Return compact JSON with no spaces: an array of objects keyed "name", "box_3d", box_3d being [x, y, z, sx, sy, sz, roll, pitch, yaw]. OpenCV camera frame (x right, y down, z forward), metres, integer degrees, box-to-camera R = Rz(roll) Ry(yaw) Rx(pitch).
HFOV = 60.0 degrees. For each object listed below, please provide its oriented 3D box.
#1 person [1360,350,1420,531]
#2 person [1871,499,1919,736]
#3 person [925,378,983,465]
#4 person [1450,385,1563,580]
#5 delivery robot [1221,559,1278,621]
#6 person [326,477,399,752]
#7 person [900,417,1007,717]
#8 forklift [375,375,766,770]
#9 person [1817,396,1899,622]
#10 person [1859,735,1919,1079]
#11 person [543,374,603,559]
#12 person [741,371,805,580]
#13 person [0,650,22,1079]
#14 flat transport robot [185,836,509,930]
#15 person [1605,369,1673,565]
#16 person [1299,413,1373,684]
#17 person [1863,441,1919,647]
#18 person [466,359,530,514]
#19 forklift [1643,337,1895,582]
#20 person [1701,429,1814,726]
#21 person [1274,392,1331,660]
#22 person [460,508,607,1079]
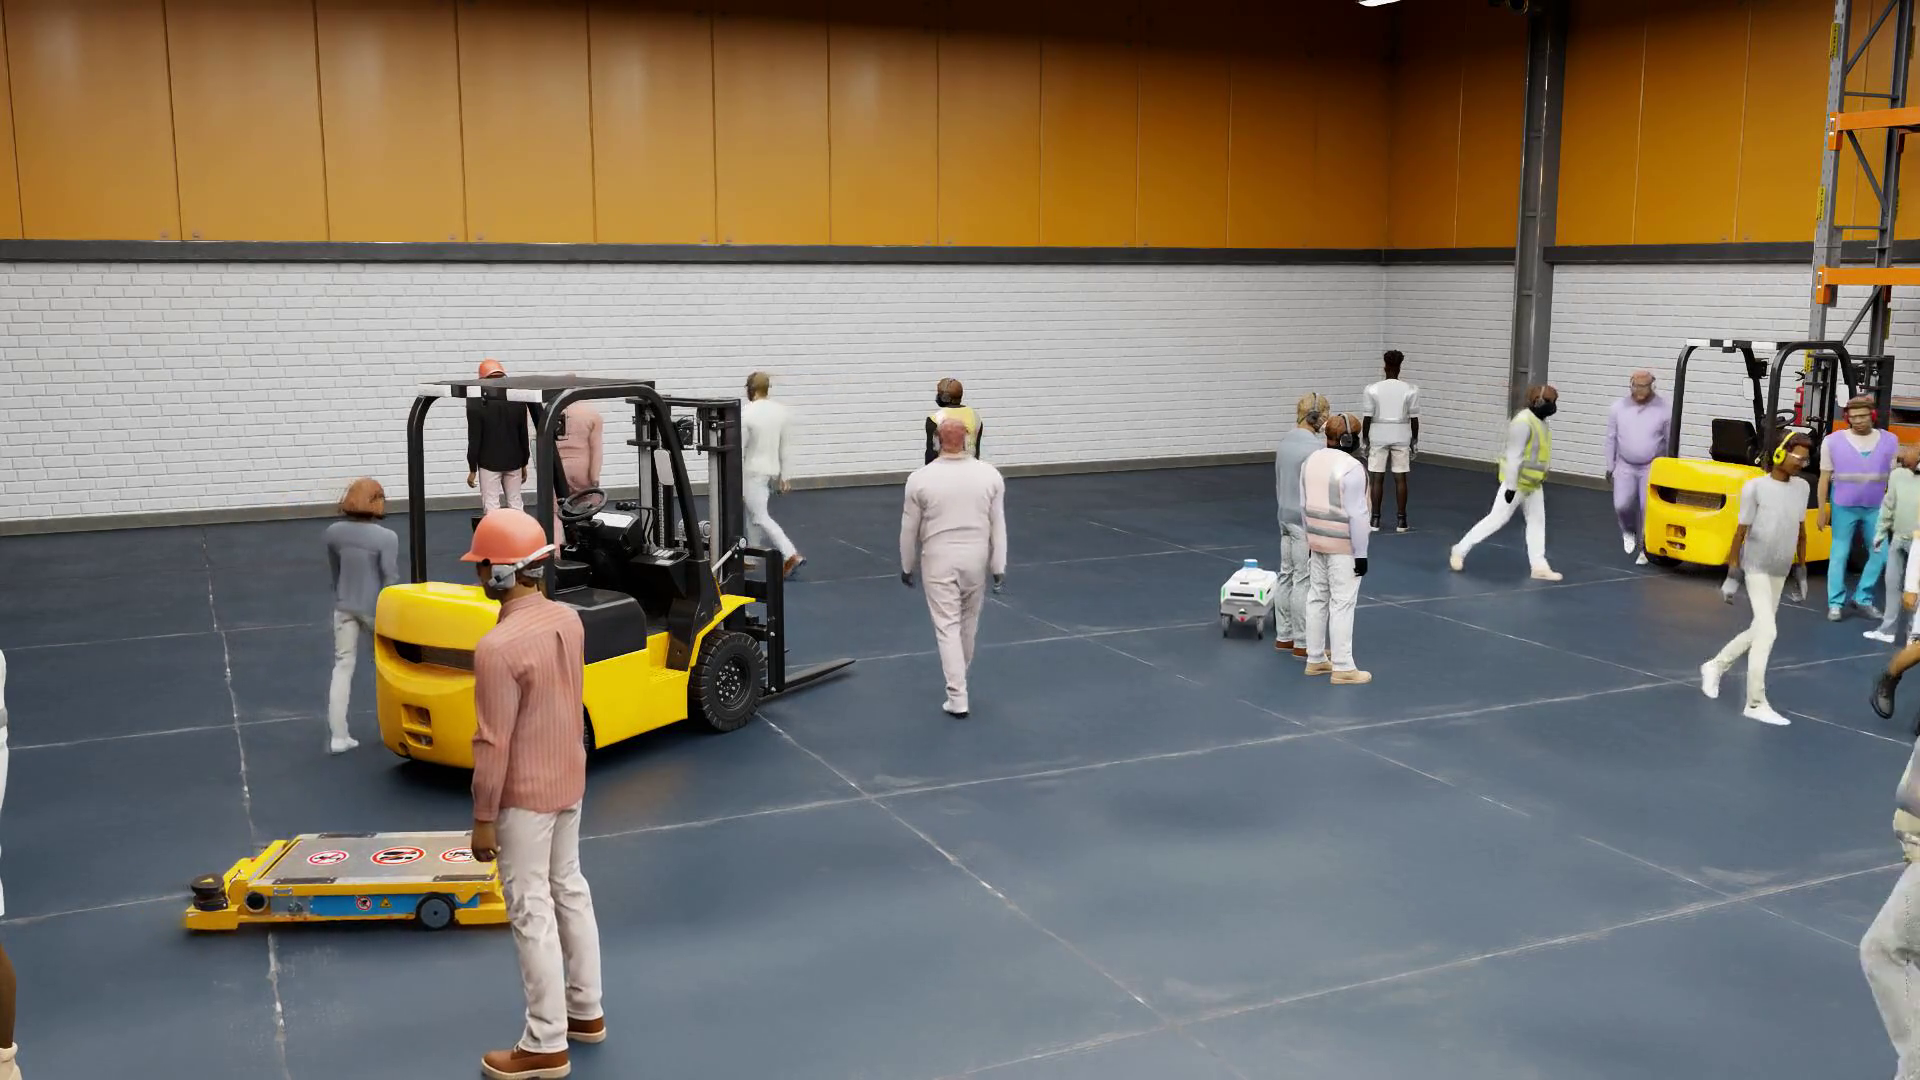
[{"name":"person","box_3d":[4.639,-1.070,17.952,0.612,1.963,0.363,2,9,10]},{"name":"person","box_3d":[5.909,0.252,9.972,0.610,1.897,0.568,-1,9,-8]},{"name":"person","box_3d":[-0.092,-0.544,15.080,0.625,1.844,0.429,-8,12,-42]},{"name":"person","box_3d":[5.039,-0.540,15.237,0.945,1.795,0.651,8,12,40]},{"name":"delivery robot","box_3d":[2.257,0.394,12.948,0.477,0.478,0.707,3,10,19]},{"name":"person","box_3d":[-3.509,0.420,9.870,0.512,1.584,0.853,2,9,13]},{"name":"person","box_3d":[-0.077,0.143,10.699,0.652,1.863,0.972,-3,10,-15]},{"name":"forklift","box_3d":[-2.268,0.149,9.685,1.214,2.155,2.313,6,11,32]},{"name":"person","box_3d":[7.147,-0.242,13.258,0.615,1.822,0.437,2,9,10]},{"name":"person","box_3d":[3.221,1.030,5.420,0.610,1.805,0.490,-8,12,-40]},{"name":"person","box_3d":[-3.637,-0.629,15.596,0.633,1.850,0.957,0,9,-1]},{"name":"person","box_3d":[-1.786,-0.593,15.206,0.920,1.909,0.631,5,11,30]},{"name":"person","box_3d":[-3.370,0.909,5.438,0.608,2.044,0.370,4,10,23]},{"name":"flat transport robot","box_3d":[-2.559,1.487,7.334,1.431,0.197,0.652,0,9,-3]},{"name":"person","box_3d":[6.549,-0.712,15.997,0.664,1.885,0.528,6,11,33]},{"name":"person","box_3d":[2.588,0.054,11.364,0.429,1.843,0.633,-4,10,-24]},{"name":"person","box_3d":[6.997,0.016,12.342,0.298,1.604,0.697,-3,10,-16]},{"name":"person","box_3d":[-4.314,-0.689,15.529,0.609,1.986,0.391,-8,12,-41]},{"name":"forklift","box_3d":[7.551,-0.789,15.507,2.313,2.155,1.214,-4,10,-25]},{"name":"person","box_3d":[5.057,0.194,10.571,0.534,1.830,0.825,-3,10,-20]},{"name":"person","box_3d":[2.487,-0.099,12.038,0.371,1.934,0.627,-2,9,-13]},{"name":"person","box_3d":[-1.517,0.873,5.832,0.403,1.987,0.617,2,9,14]}]
